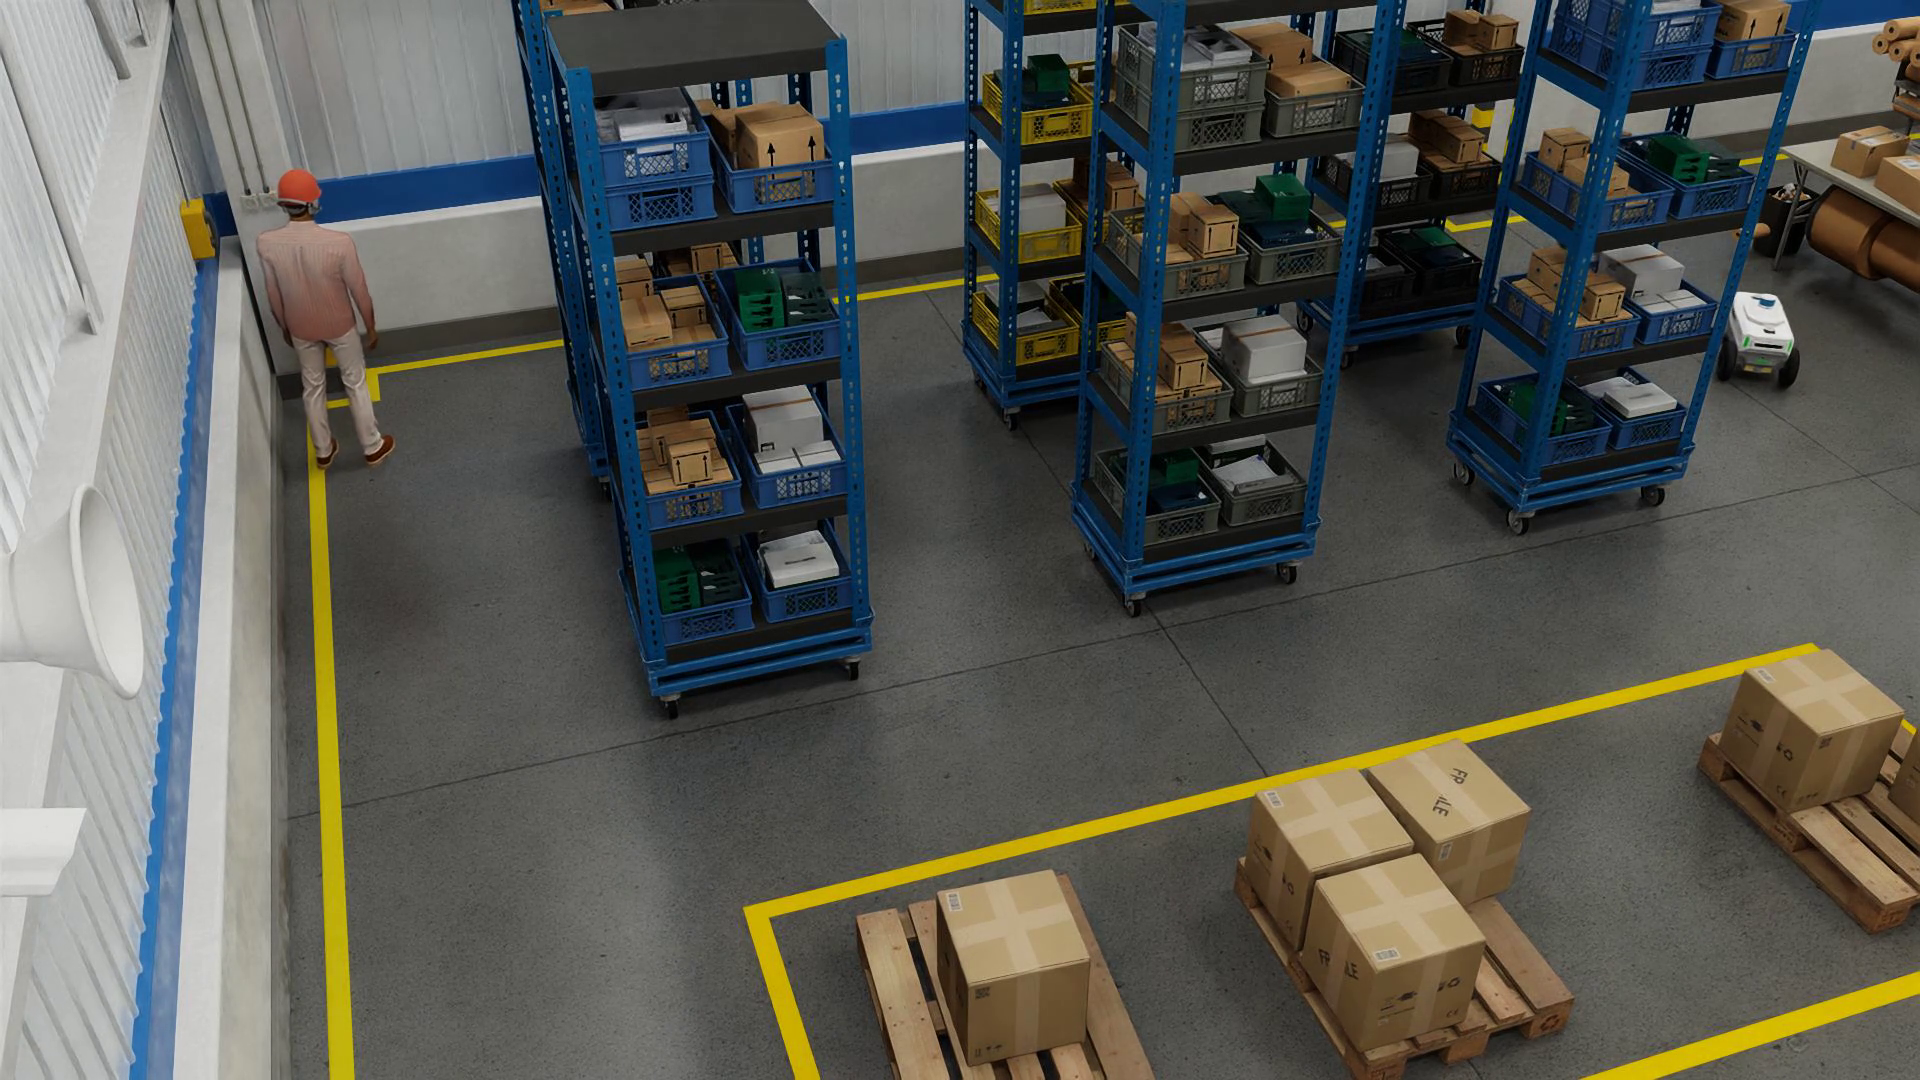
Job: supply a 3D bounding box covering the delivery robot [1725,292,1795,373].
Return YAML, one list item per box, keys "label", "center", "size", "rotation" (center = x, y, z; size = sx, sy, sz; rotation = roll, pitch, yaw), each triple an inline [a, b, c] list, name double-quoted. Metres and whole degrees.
- label: "delivery robot"
  center: [5.702, -1.521, 11.865]
  size: [0.477, 0.478, 0.707]
  rotation: [7, 36, 10]

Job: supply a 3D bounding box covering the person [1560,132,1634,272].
- label: "person"
  center: [4.585, -2.186, 11.961]
  size: [0.552, 1.619, 0.466]
  rotation: [-3, 35, -4]

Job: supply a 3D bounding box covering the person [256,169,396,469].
- label: "person"
  center: [-4.013, -1.387, 10.535]
  size: [0.631, 1.980, 0.425]
  rotation: [-2, 35, -3]
